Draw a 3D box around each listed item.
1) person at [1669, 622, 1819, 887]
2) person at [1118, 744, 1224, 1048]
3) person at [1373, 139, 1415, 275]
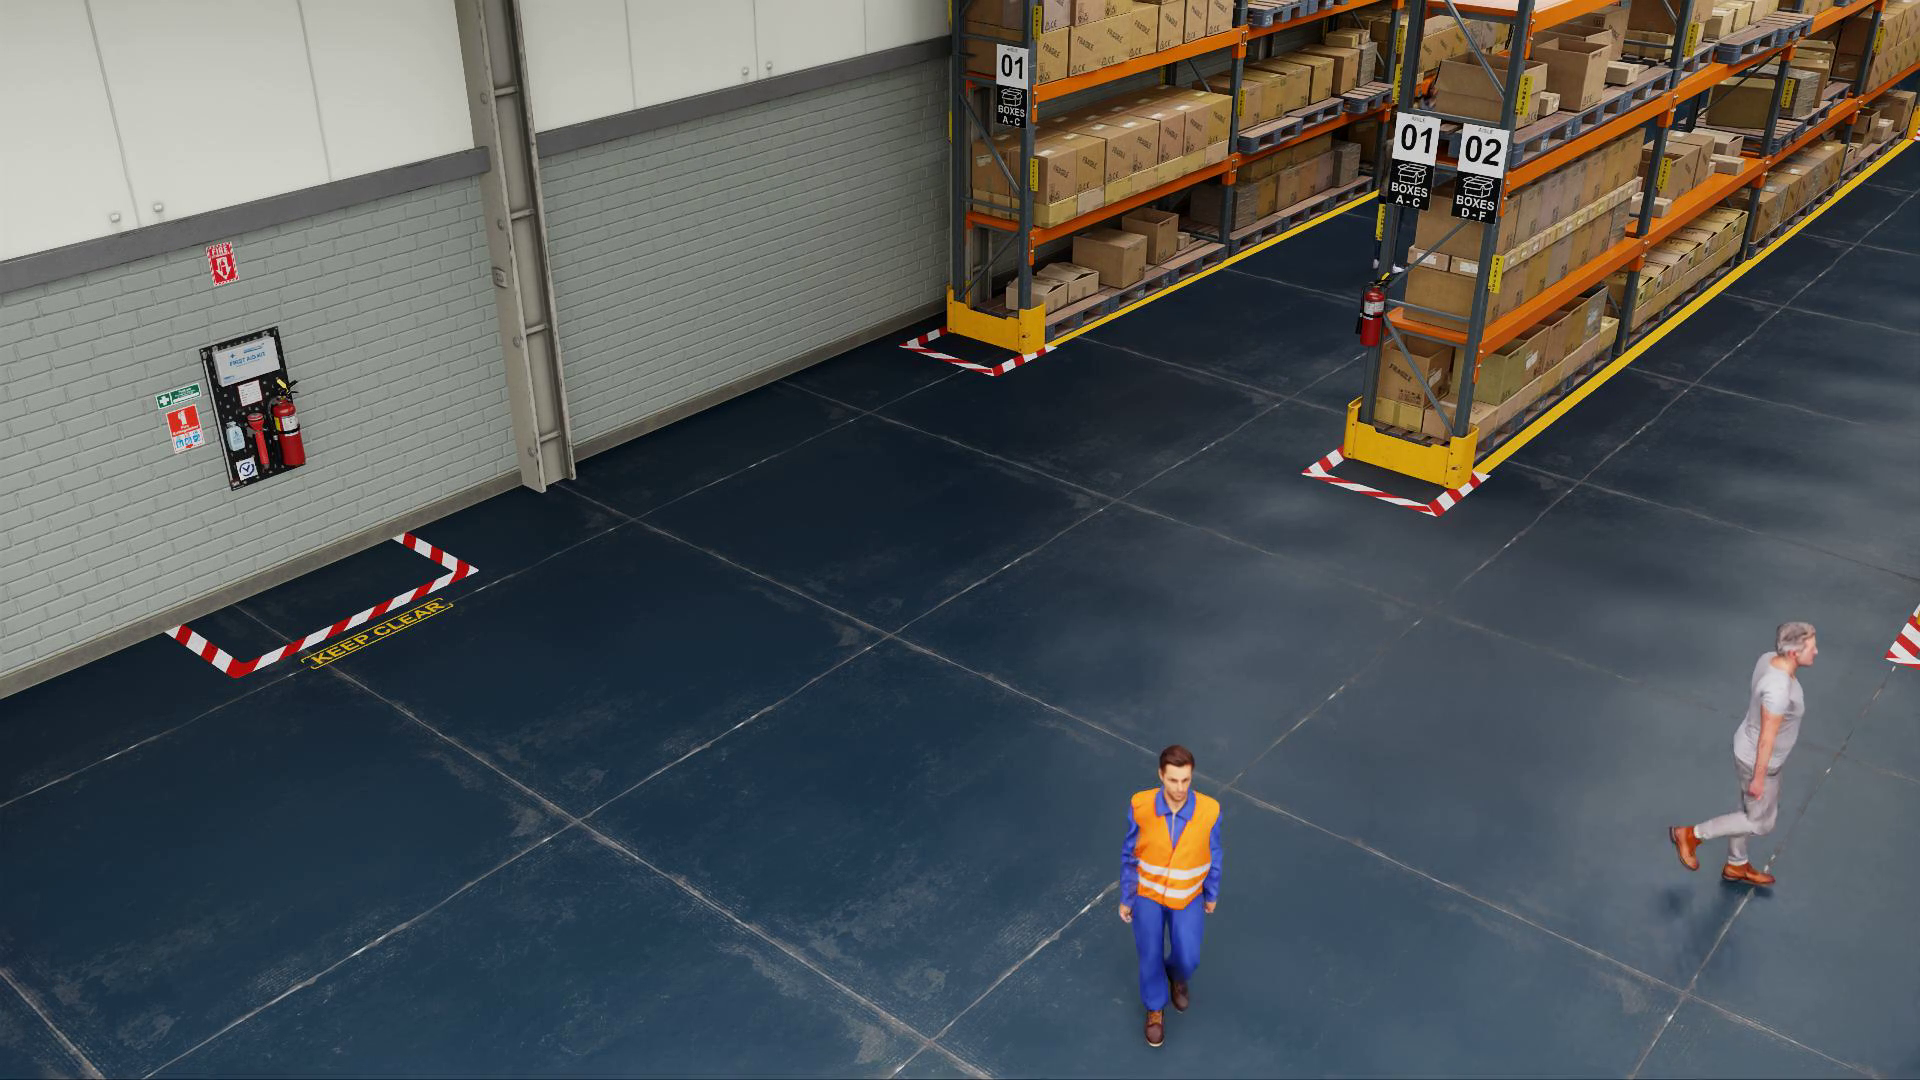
[{"bbox_3d":[4.609,1.261,9.772,0.934,1.818,0.936,10,30,18],"label":"person"},{"bbox_3d":[1.079,1.804,8.712,0.865,1.854,0.922,2,28,4],"label":"person"},{"bbox_3d":[5.163,-4.121,19.834,0.778,1.857,0.802,-15,32,-27],"label":"person"}]
